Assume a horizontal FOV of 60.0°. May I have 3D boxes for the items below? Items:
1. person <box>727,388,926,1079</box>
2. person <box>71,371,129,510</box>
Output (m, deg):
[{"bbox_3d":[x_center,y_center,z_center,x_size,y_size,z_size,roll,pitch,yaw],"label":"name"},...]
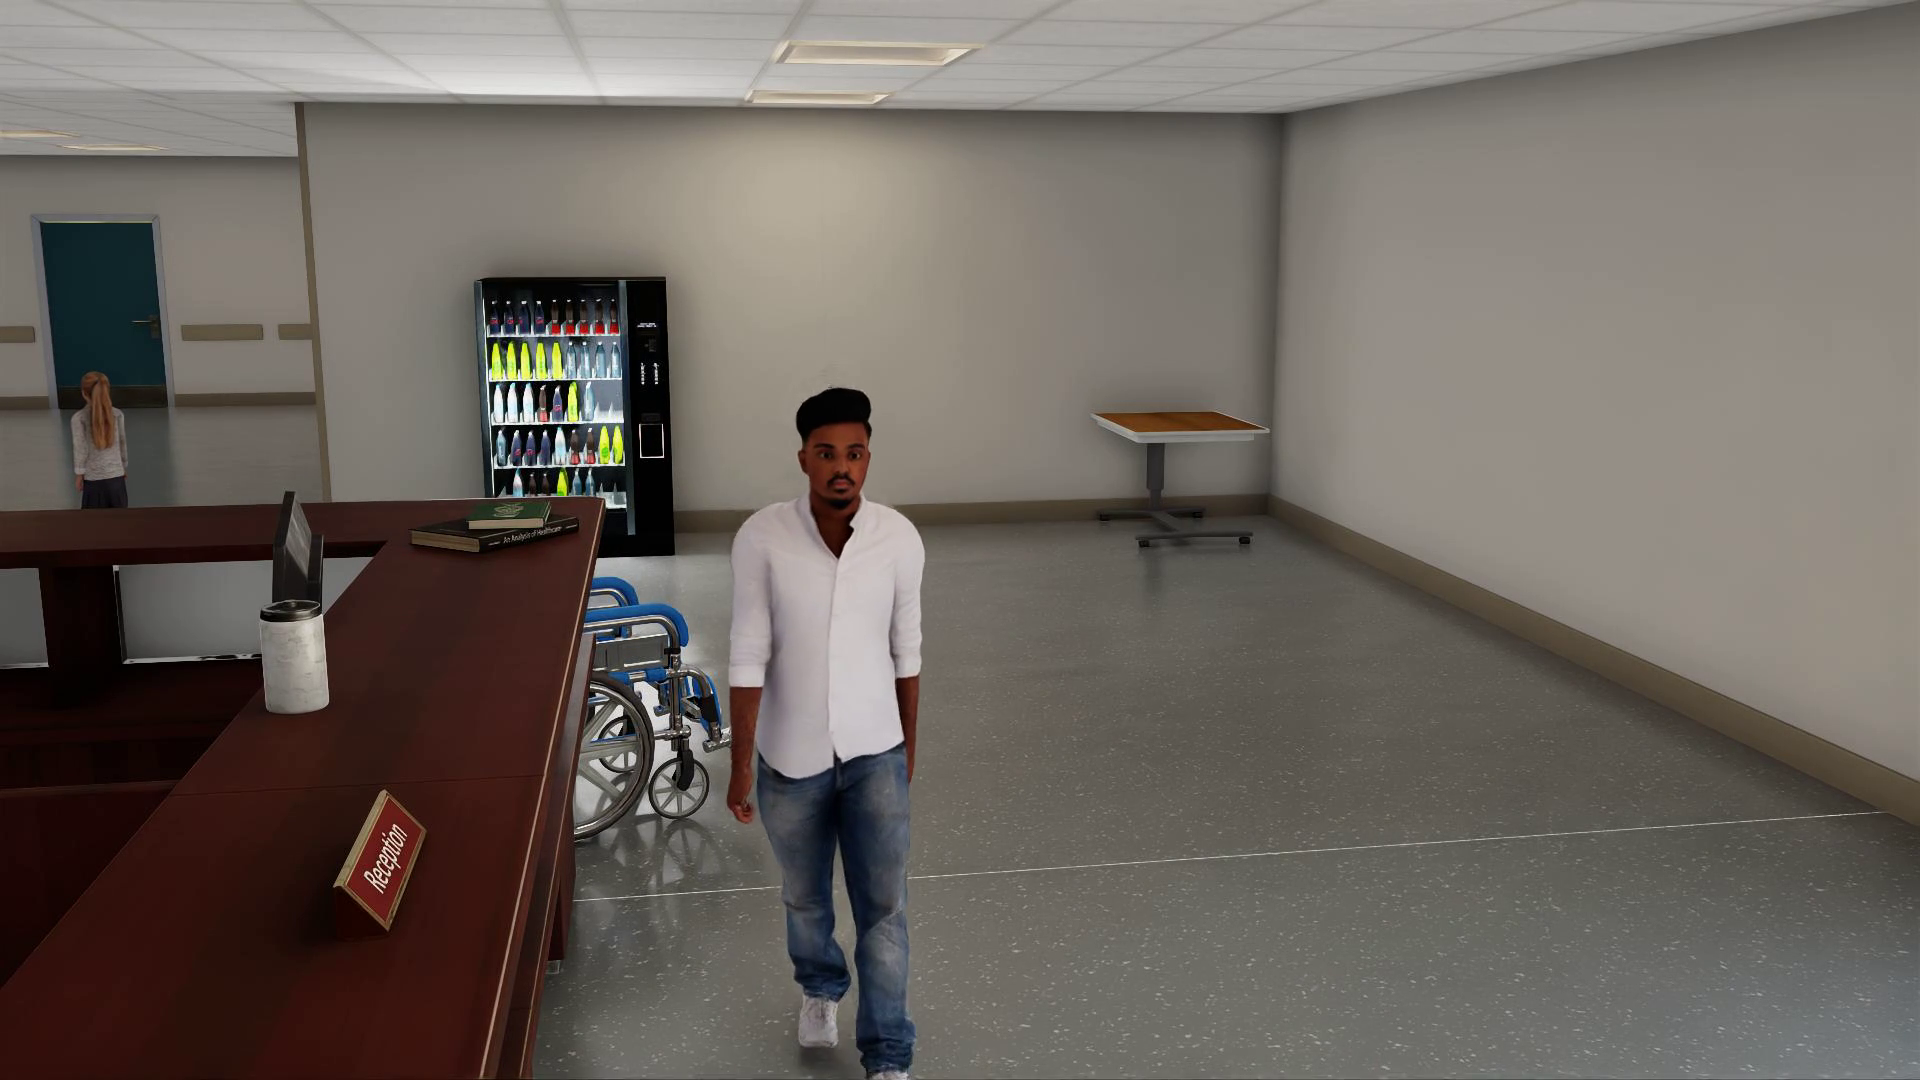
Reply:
[{"bbox_3d":[-0.342,0.504,4.313,1.014,1.773,0.765,-1,11,-5],"label":"person"},{"bbox_3d":[-5.481,-0.445,10.630,0.657,1.276,0.602,6,12,30],"label":"person"}]
